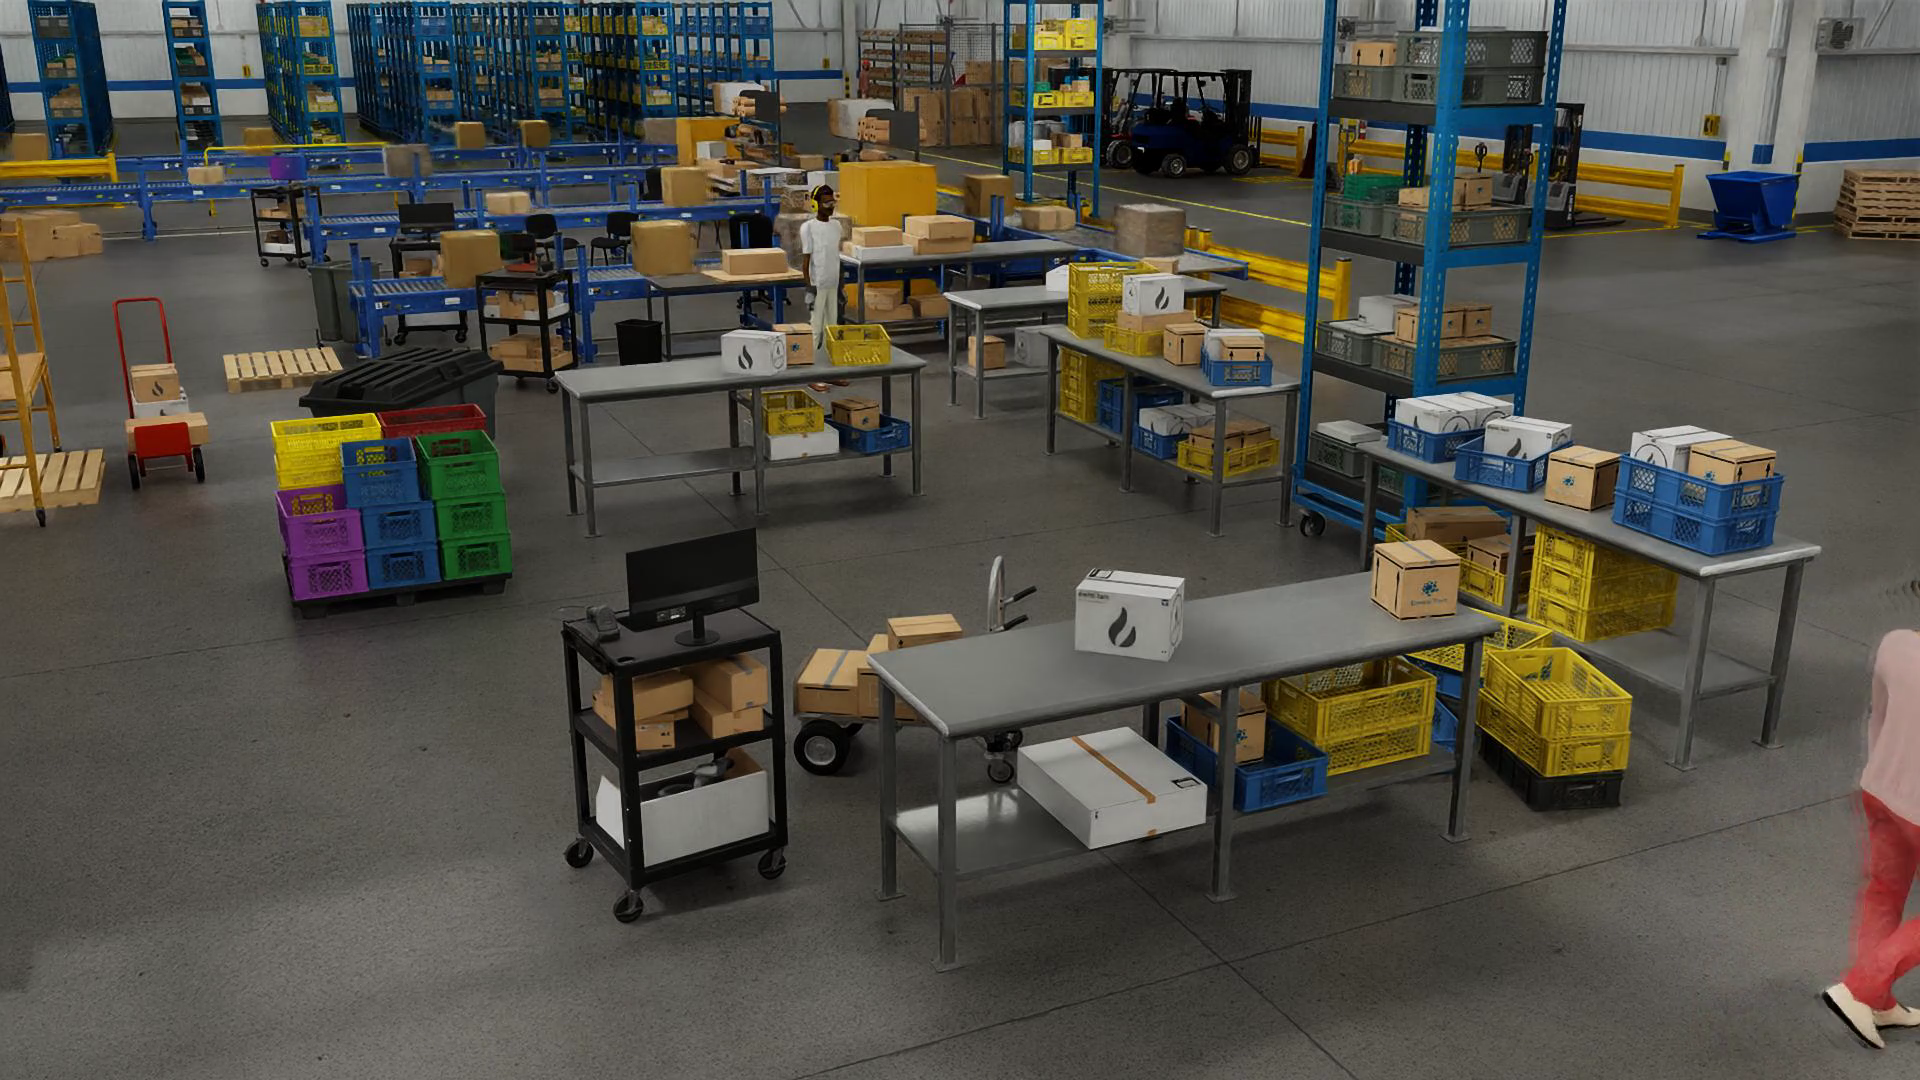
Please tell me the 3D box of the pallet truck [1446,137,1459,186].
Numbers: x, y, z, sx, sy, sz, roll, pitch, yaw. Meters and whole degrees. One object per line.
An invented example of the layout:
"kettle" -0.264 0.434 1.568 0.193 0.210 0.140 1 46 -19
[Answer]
"pallet truck" 9.184 -6.485 29.328 1.630 1.274 0.653 -8 19 -23

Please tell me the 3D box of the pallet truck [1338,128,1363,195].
"pallet truck" 7.845 -7.140 31.411 1.522 1.261 0.704 -9 20 -25

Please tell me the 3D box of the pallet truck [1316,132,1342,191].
"pallet truck" 7.723 -7.504 32.656 1.601 1.201 0.680 -8 19 -23

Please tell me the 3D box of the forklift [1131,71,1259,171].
"forklift" 4.998 -8.936 35.413 2.680 1.987 1.157 -9 20 -25

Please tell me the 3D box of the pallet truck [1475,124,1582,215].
"pallet truck" 9.707 -6.455 28.103 1.885 1.965 0.823 -7 19 -20

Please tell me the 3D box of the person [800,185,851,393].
"person" -1.231 -2.302 15.227 0.328 1.872 0.513 13 22 35

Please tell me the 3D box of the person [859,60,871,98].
"person" -2.878 -13.593 50.616 0.400 1.987 0.608 -6 18 -17

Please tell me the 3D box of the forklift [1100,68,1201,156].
"forklift" 4.082 -9.564 37.410 2.680 1.987 1.157 -8 19 -23

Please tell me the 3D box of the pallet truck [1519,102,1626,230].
"pallet truck" 9.972 -6.037 26.785 1.885 1.965 0.823 -9 20 -25

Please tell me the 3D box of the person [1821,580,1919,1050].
"person" 3.127 0.858 5.441 0.393 1.753 0.550 -2 18 -7
